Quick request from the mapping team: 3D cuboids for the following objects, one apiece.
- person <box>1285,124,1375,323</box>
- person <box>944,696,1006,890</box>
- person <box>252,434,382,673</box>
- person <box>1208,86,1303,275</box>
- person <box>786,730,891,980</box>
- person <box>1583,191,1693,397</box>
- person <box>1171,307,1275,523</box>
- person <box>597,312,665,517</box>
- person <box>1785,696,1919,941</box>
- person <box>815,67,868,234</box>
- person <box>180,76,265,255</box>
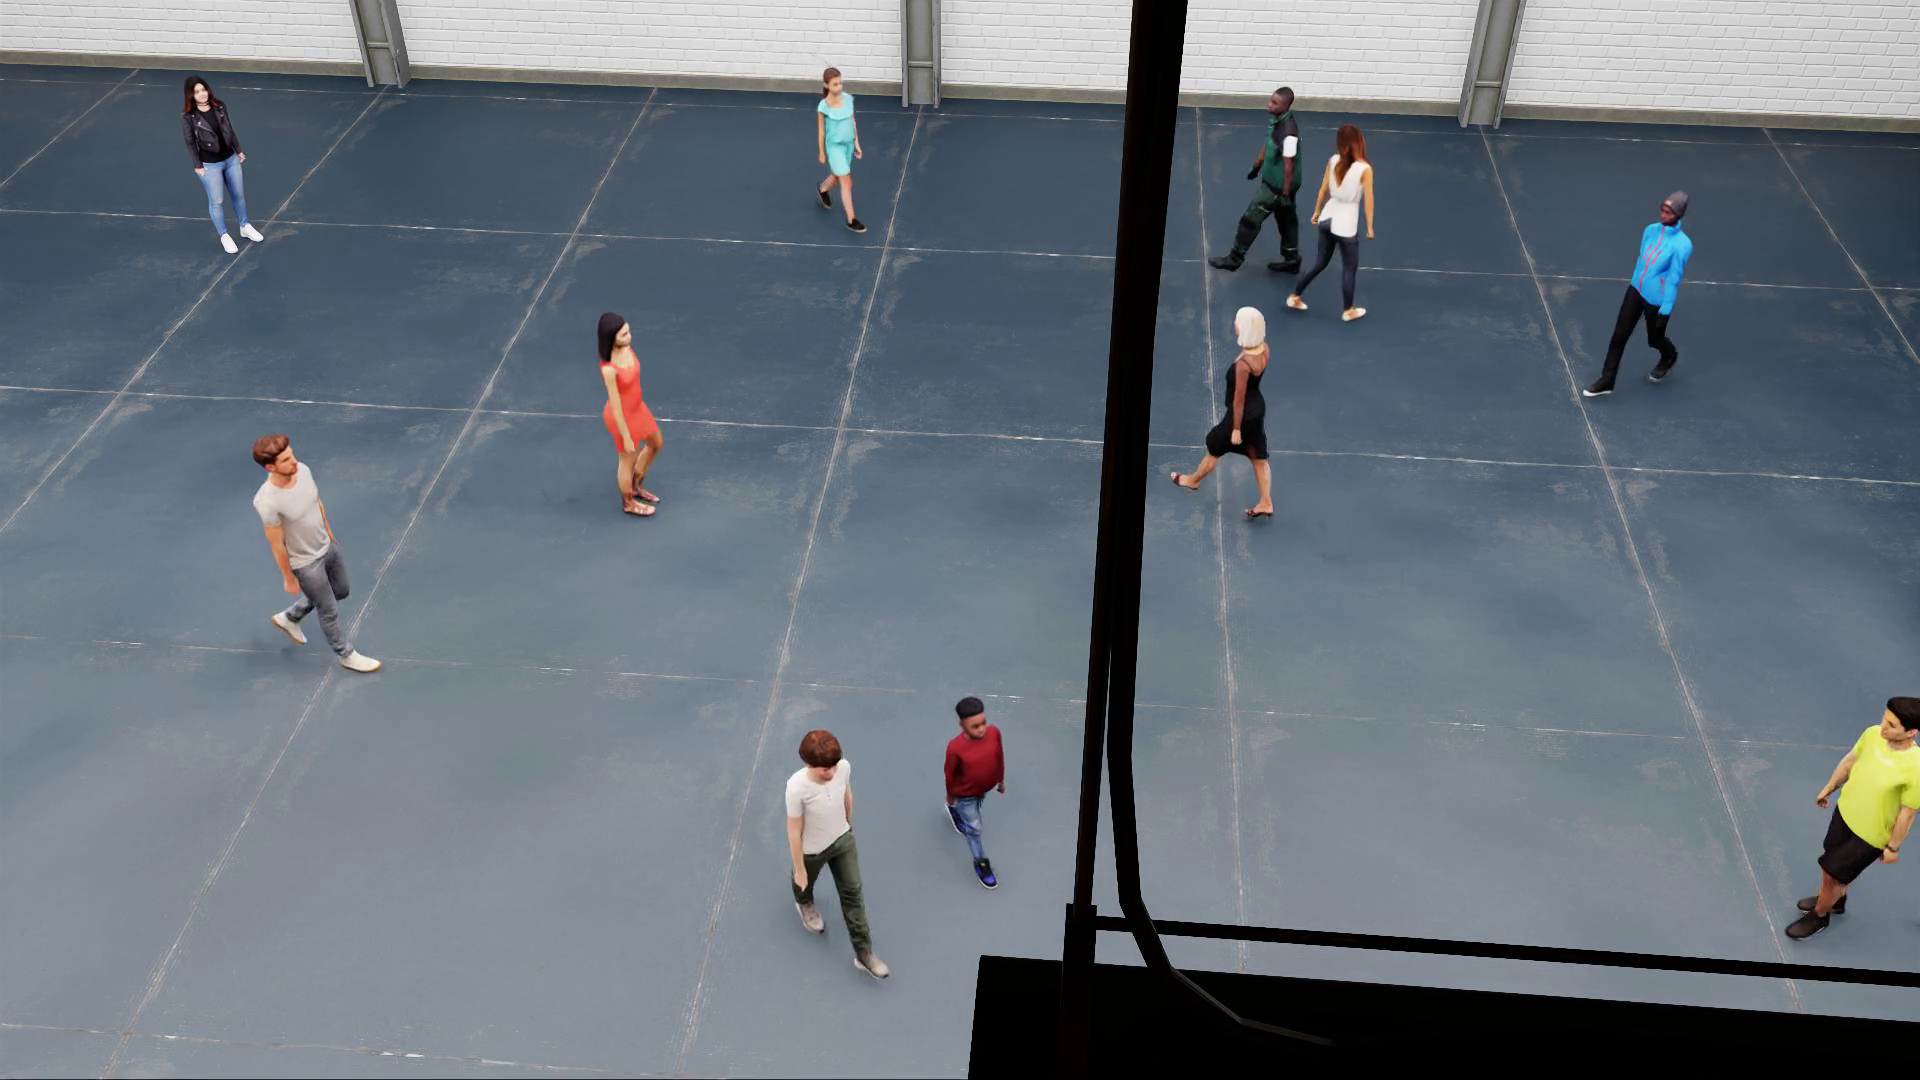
[{"bbox_3d":[3.162,-2.680,14.162,0.995,1.762,0.933,-20,43,-23],"label":"person"},{"bbox_3d":[0.047,1.350,9.535,0.869,1.238,0.868,-22,43,-25],"label":"person"},{"bbox_3d":[-4.226,0.082,10.605,0.982,1.886,0.728,7,39,9],"label":"person"},{"bbox_3d":[2.907,-3.132,14.700,1.068,1.798,0.730,6,39,7],"label":"person"},{"bbox_3d":[-0.791,1.572,8.954,1.067,1.618,1.073,-24,44,-27],"label":"person"},{"bbox_3d":[5.571,-1.944,13.237,1.211,1.768,1.035,-20,43,-23],"label":"person"},{"bbox_3d":[2.107,-0.843,11.919,1.169,1.691,0.978,24,44,27],"label":"person"},{"bbox_3d":[-2.481,-0.886,11.960,0.563,1.706,0.609,4,39,5],"label":"person"},{"bbox_3d":[4.978,1.488,9.000,0.759,1.692,0.726,-5,39,-7],"label":"person"},{"bbox_3d":[-1.170,-3.711,15.640,1.006,1.530,1.082,-29,47,-31],"label":"person"},{"bbox_3d":[-6.807,-3.465,15.248,0.735,1.634,0.719,25,45,28],"label":"person"}]
